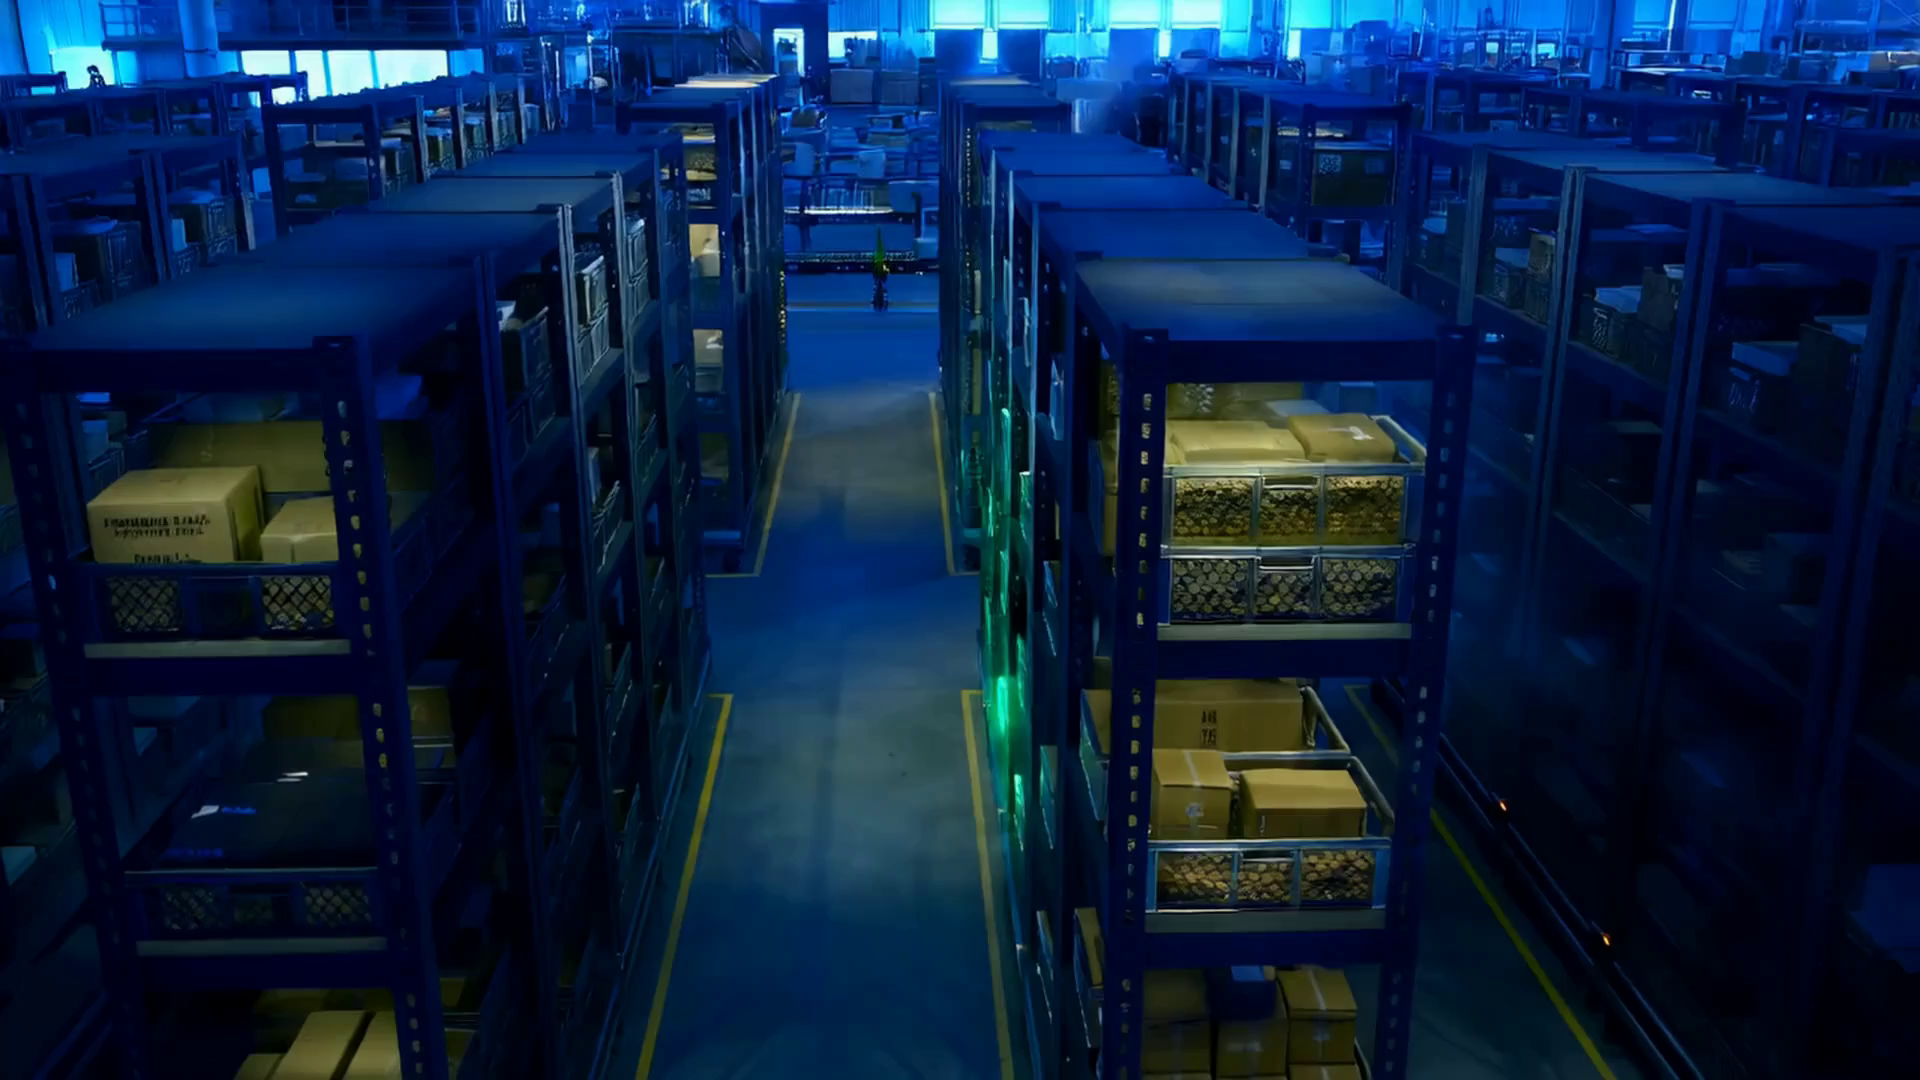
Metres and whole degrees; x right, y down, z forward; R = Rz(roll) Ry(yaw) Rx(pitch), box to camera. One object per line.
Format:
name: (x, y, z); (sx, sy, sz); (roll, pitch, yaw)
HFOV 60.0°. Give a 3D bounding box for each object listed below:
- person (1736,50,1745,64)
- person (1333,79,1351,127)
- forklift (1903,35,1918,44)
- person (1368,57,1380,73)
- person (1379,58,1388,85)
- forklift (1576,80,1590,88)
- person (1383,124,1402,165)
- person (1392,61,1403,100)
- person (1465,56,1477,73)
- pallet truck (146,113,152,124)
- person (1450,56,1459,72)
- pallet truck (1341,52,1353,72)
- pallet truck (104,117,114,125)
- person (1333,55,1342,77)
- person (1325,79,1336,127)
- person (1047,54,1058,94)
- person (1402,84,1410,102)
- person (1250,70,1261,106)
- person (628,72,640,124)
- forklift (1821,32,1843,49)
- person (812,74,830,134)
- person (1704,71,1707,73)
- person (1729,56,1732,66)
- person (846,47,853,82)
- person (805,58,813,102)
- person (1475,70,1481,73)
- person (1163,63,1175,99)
person: (41.262, -24.863, 87.781); (0.548, 1.899, 0.923); (-10, 21, -29)
person: (13.272, -14.962, 57.331); (0.922, 1.786, 0.596); (-1, 18, -4)
forklift: (49.831, -25.277, 87.485); (1.129, 2.768, 1.873); (-10, 20, -27)
person: (19.376, -21.617, 77.746); (1.032, 1.878, 0.654); (-9, 20, -25)
person: (20.758, -22.828, 81.814); (0.530, 1.688, 0.323); (-2, 18, -6)
forklift: (29.745, -21.938, 77.152); (1.873, 2.768, 1.129); (10, 20, 27)
person: (9.477, -8.284, 36.716); (0.809, 1.737, 0.522); (-12, 21, -32)
person: (19.167, -20.024, 72.897); (0.912, 1.833, 0.493); (8, 20, 24)
person: (23.956, -21.721, 78.029); (0.608, 1.909, 0.413); (-1, 18, -3)
pallet truck: (-18.087, -8.309, 36.390); (1.885, 1.965, 0.823); (-1, 18, -4)
person: (24.292, -22.891, 81.858); (0.981, 1.783, 0.664); (1, 18, 4)
pallet truck: (18.794, -23.123, 82.231); (0.823, 1.965, 1.885); (-13, 22, -35)
pallet truck: (-18.367, -7.885, 35.078); (1.885, 1.965, 0.823); (1, 18, 2)
person: (19.384, -23.952, 85.224); (0.490, 1.730, 0.557); (-4, 18, -13)
person: (12.918, -15.307, 58.479); (0.530, 1.725, 0.863); (7, 19, 21)
person: (4.415, -22.407, 80.109); (0.354, 1.937, 0.635); (-16, 24, -41)
person: (15.229, -14.786, 57.002); (0.890, 1.646, 0.541); (9, 20, 26)
person: (10.579, -15.774, 59.493); (0.396, 1.992, 0.622); (-12, 21, -32)
person: (-12.081, -16.311, 61.365); (0.749, 1.856, 0.588); (-1, 18, -2)
forklift: (46.003, -25.465, 88.067); (1.129, 2.768, 1.873); (-1, 18, -2)
person: (-4.818, -14.655, 56.009); (0.859, 2.017, 0.618); (11, 21, 31)
person: (28.463, -17.063, 63.554); (0.624, 1.948, 0.744); (8, 20, 24)
person: (37.474, -22.708, 81.214); (0.501, 1.839, 0.341); (6, 19, 18)
person: (-6.182, -26.895, 94.007); (0.613, 1.926, 0.645); (4, 18, 11)
person: (-6.756, -20.636, 74.645); (0.374, 1.928, 0.542); (-4, 18, -11)
person: (19.429, -16.636, 62.313); (0.881, 1.908, 0.546); (8, 19, 22)
person: (8.296, -17.716, 65.429); (0.676, 2.000, 0.536); (-3, 18, -8)
